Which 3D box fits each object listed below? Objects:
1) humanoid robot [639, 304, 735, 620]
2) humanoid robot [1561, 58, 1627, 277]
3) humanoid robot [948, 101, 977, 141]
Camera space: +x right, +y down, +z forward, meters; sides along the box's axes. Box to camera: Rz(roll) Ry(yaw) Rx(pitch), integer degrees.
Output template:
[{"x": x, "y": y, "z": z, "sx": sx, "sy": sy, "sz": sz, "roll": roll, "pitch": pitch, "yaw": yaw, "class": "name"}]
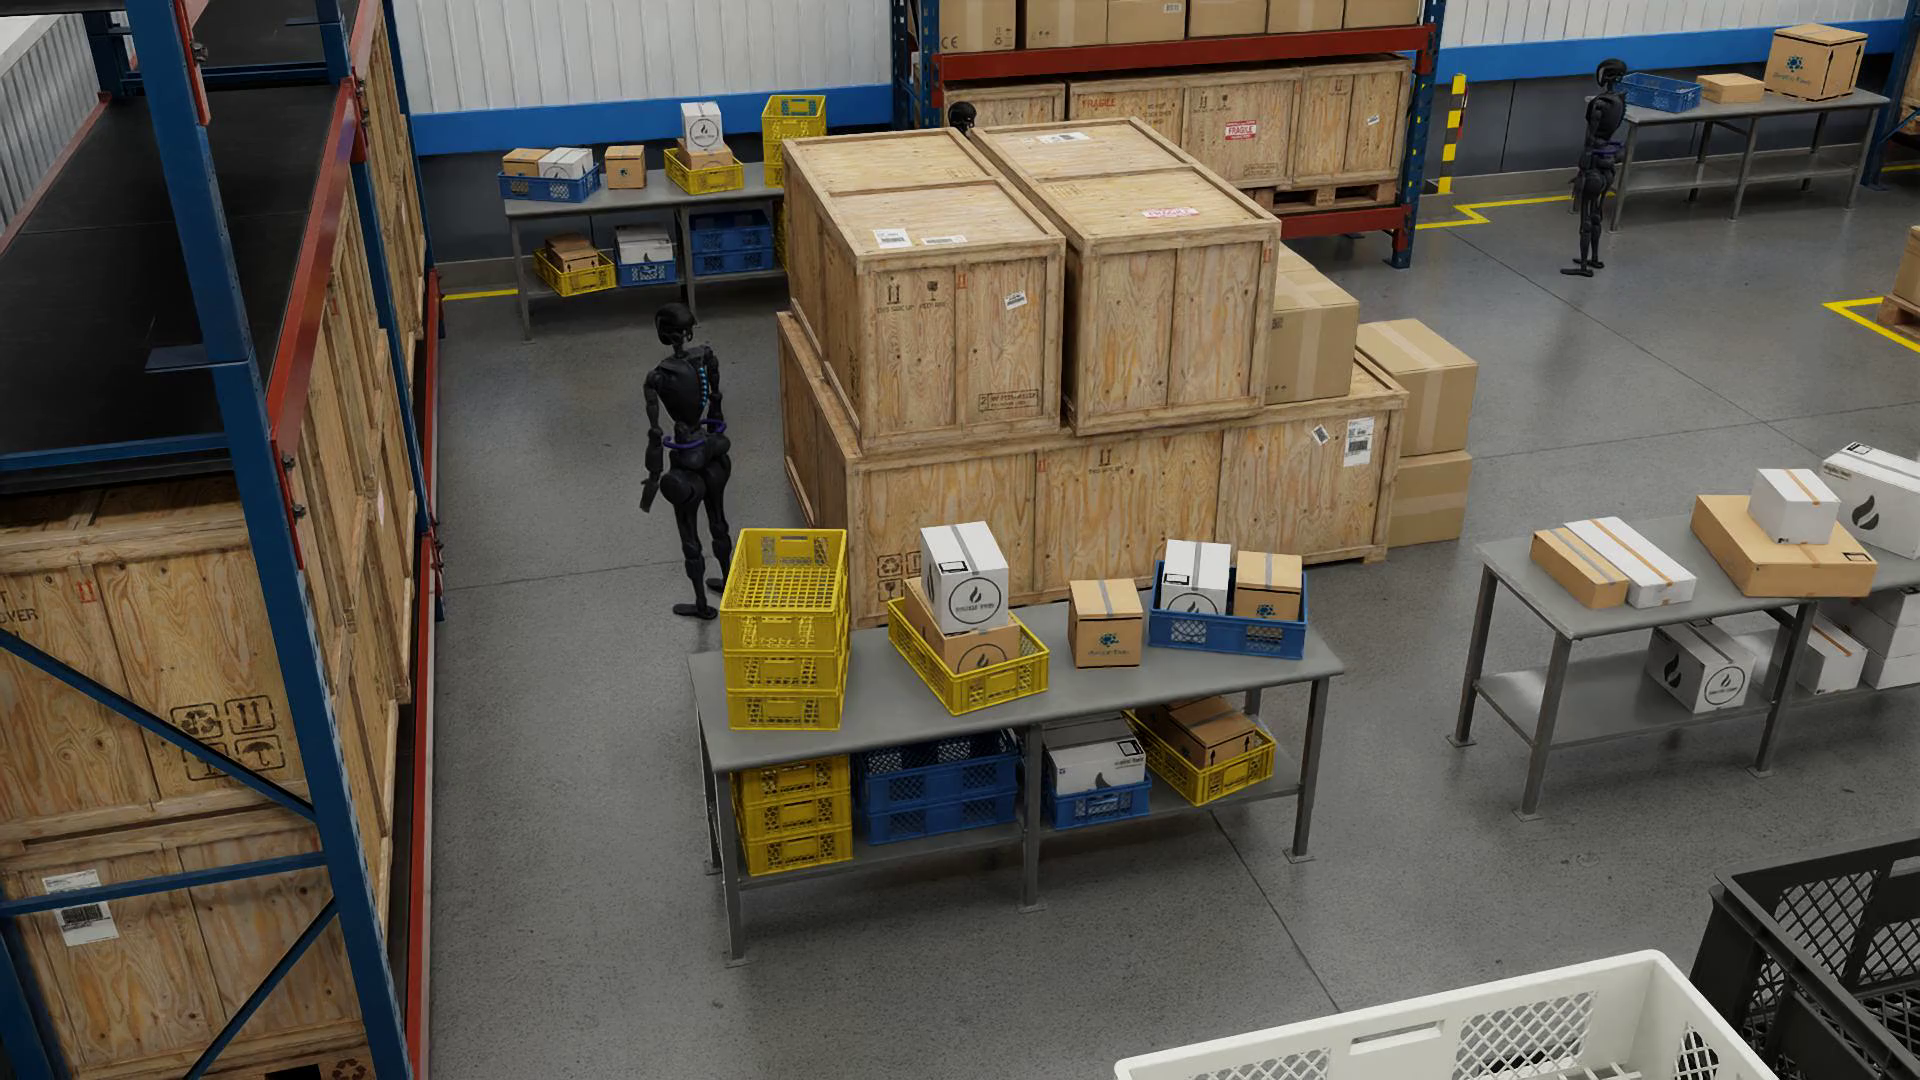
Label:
[{"x": -1.362, "y": -0.395, "z": 8.359, "sx": 0.328, "sy": 1.657, "sz": 0.591, "roll": 16, "pitch": 33, "yaw": 27, "class": "humanoid robot"}, {"x": 4.947, "y": -2.893, "z": 12.900, "sx": 0.318, "sy": 1.650, "sz": 0.568, "roll": 20, "pitch": 34, "yaw": 32, "class": "humanoid robot"}, {"x": 0.014, "y": -2.270, "z": 11.763, "sx": 0.315, "sy": 1.657, "sz": 0.607, "roll": 18, "pitch": 34, "yaw": 30, "class": "humanoid robot"}]
